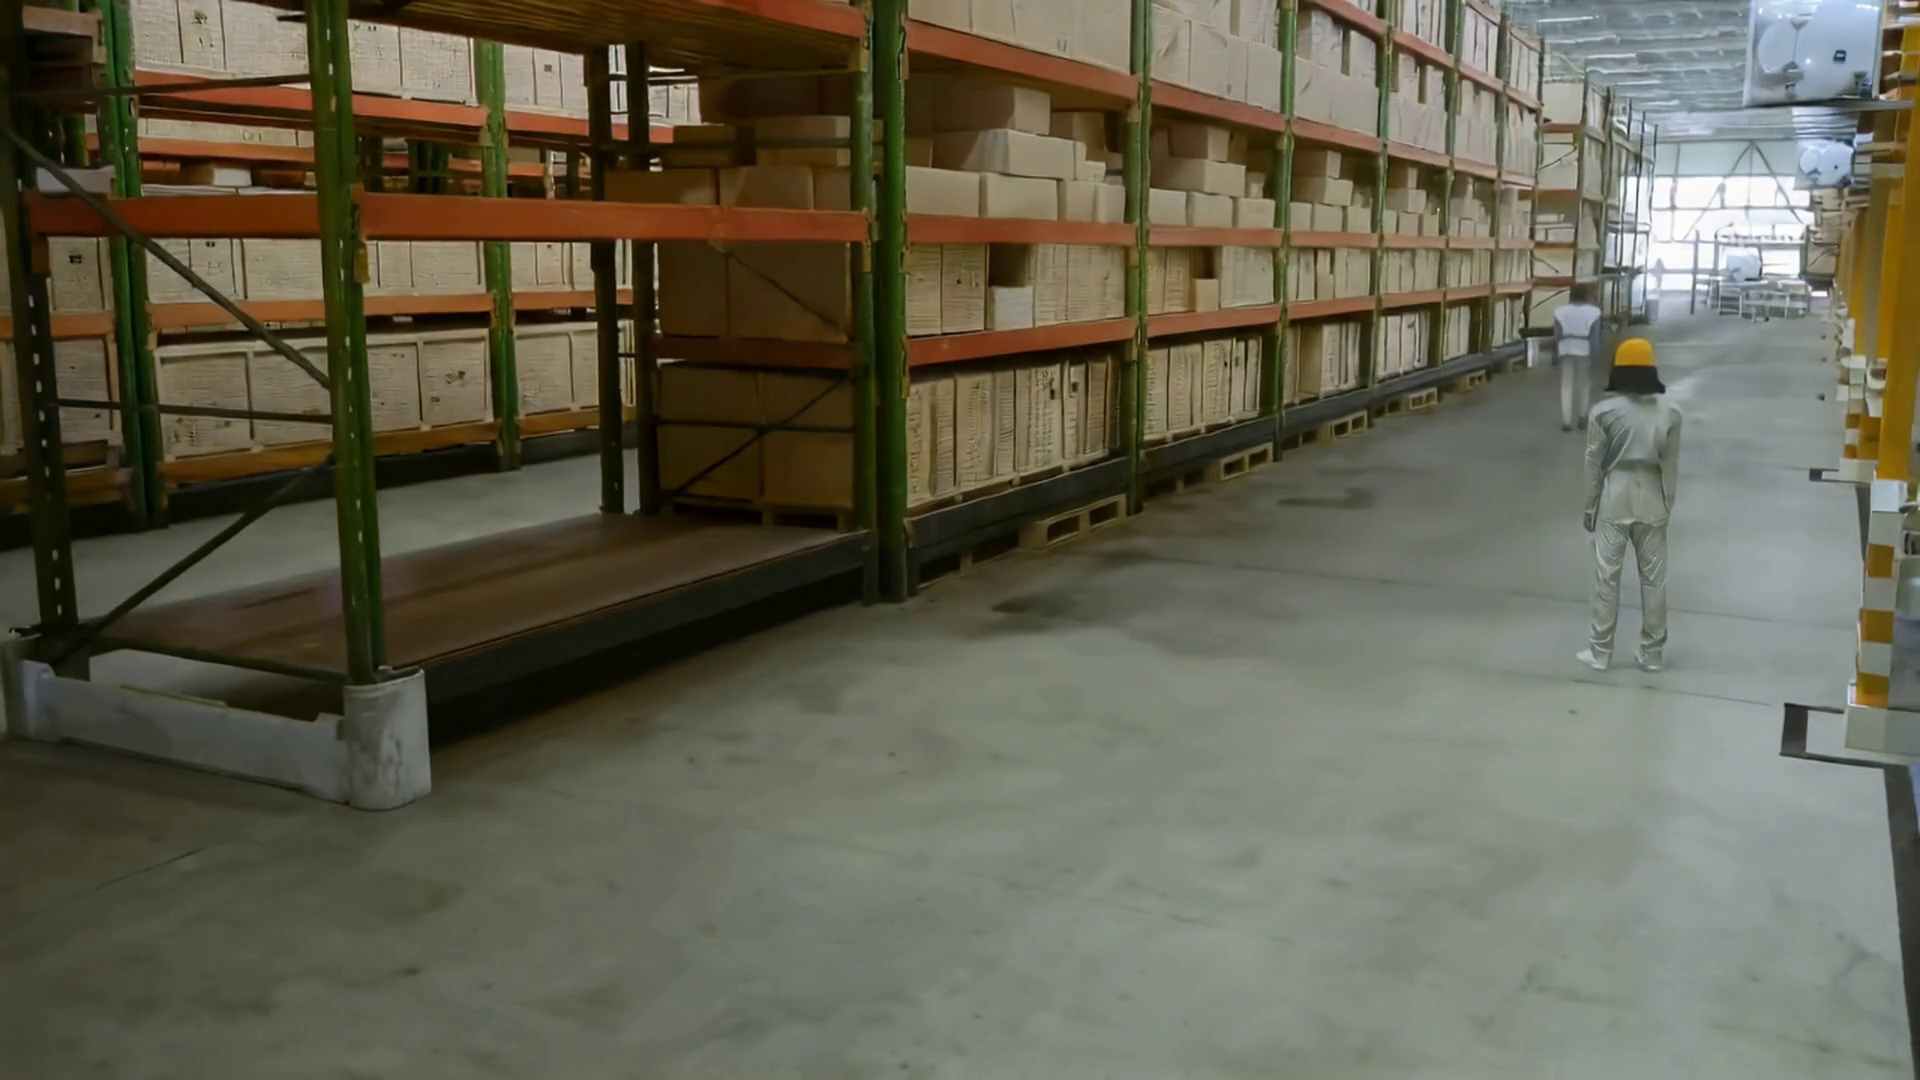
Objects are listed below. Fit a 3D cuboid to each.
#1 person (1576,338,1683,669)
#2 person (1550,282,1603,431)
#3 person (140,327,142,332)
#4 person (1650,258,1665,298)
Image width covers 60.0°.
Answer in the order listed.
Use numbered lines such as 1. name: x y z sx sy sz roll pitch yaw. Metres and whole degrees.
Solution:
1. person: 3.512 -0.186 8.748 0.483 1.735 0.341 0 10 0
2. person: 7.620 -2.274 20.599 0.593 1.805 0.892 4 11 22
3. person: -8.162 -1.491 16.574 0.517 1.636 0.314 5 11 29
4. person: 34.095 -12.803 81.295 0.652 1.902 0.842 -7 12 -34
